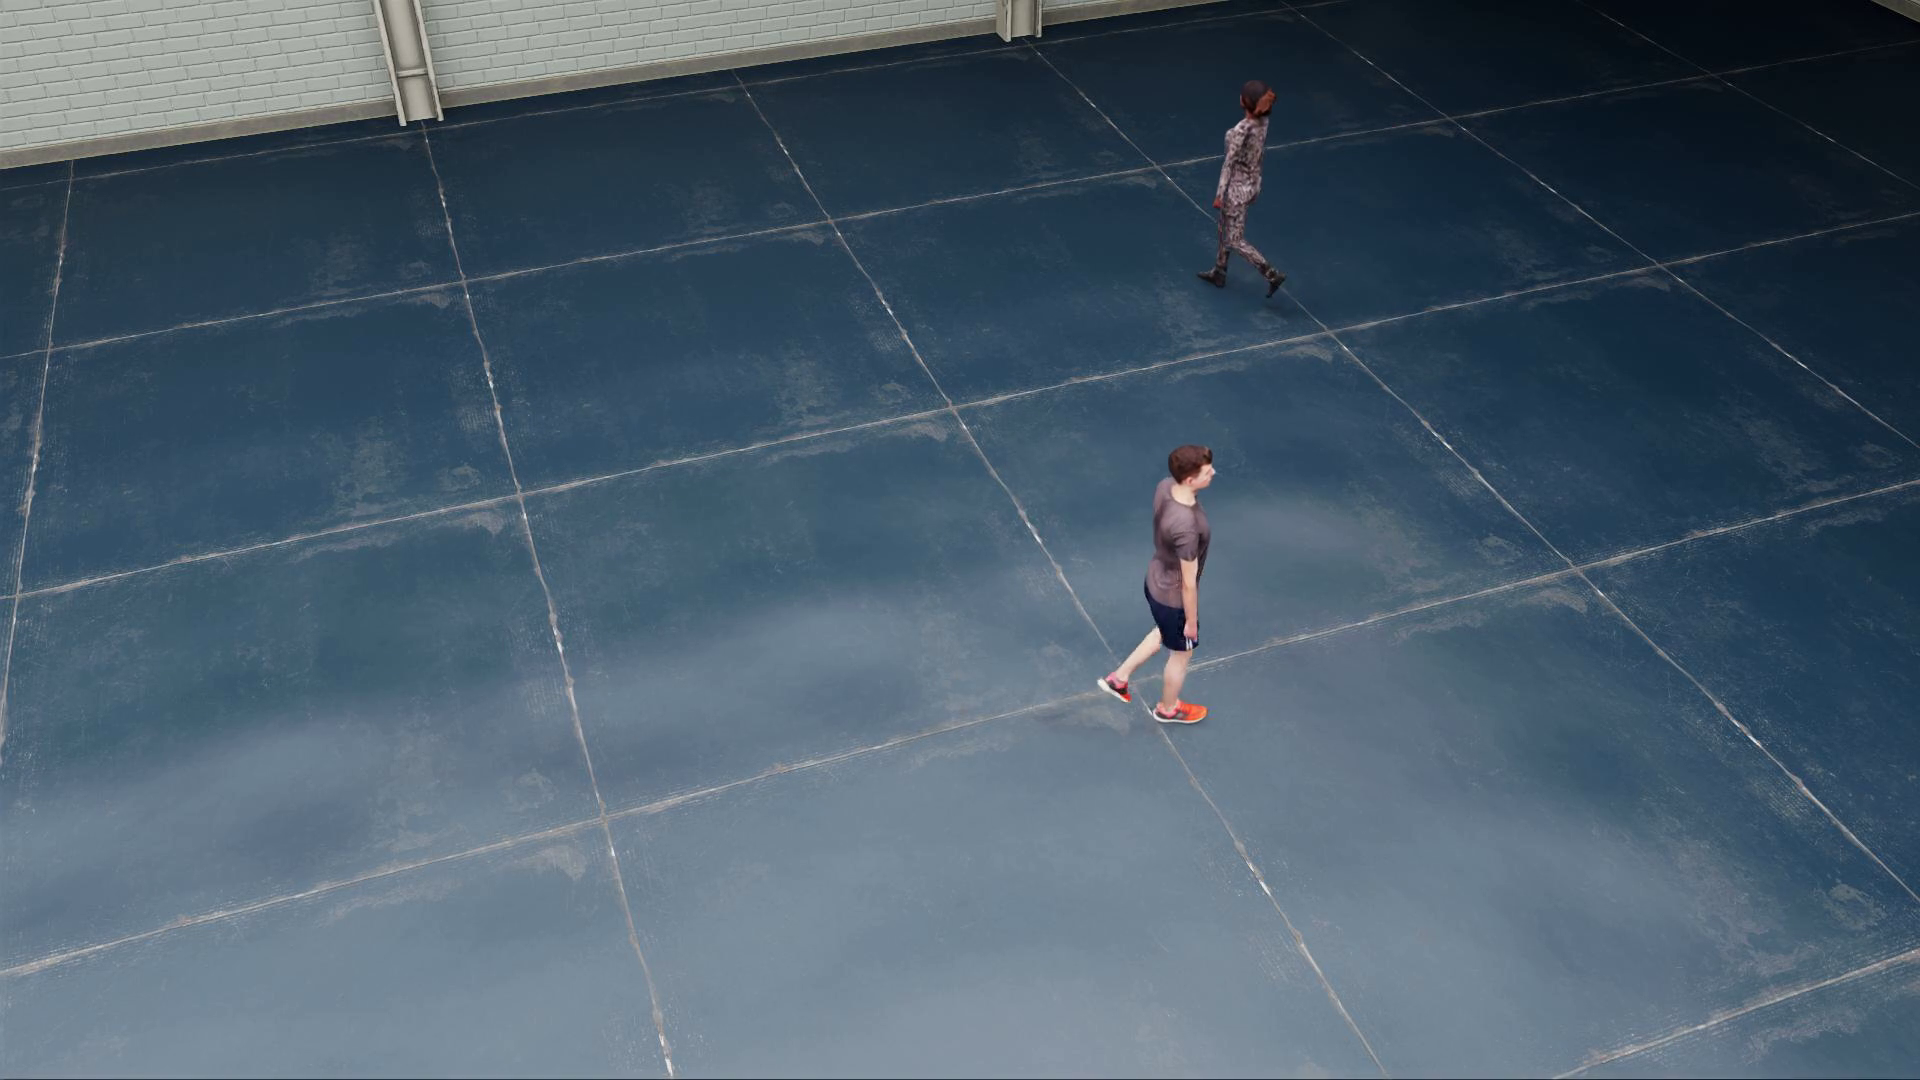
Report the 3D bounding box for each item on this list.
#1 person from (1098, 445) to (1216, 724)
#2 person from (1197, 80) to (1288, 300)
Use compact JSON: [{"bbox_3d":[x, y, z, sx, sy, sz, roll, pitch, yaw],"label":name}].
[{"bbox_3d":[1.035,0.266,8.626,0.902,1.842,0.767,-5,38,-7],"label":"person"},{"bbox_3d":[2.146,-2.554,12.350,0.977,1.696,1.034,27,45,30],"label":"person"}]
